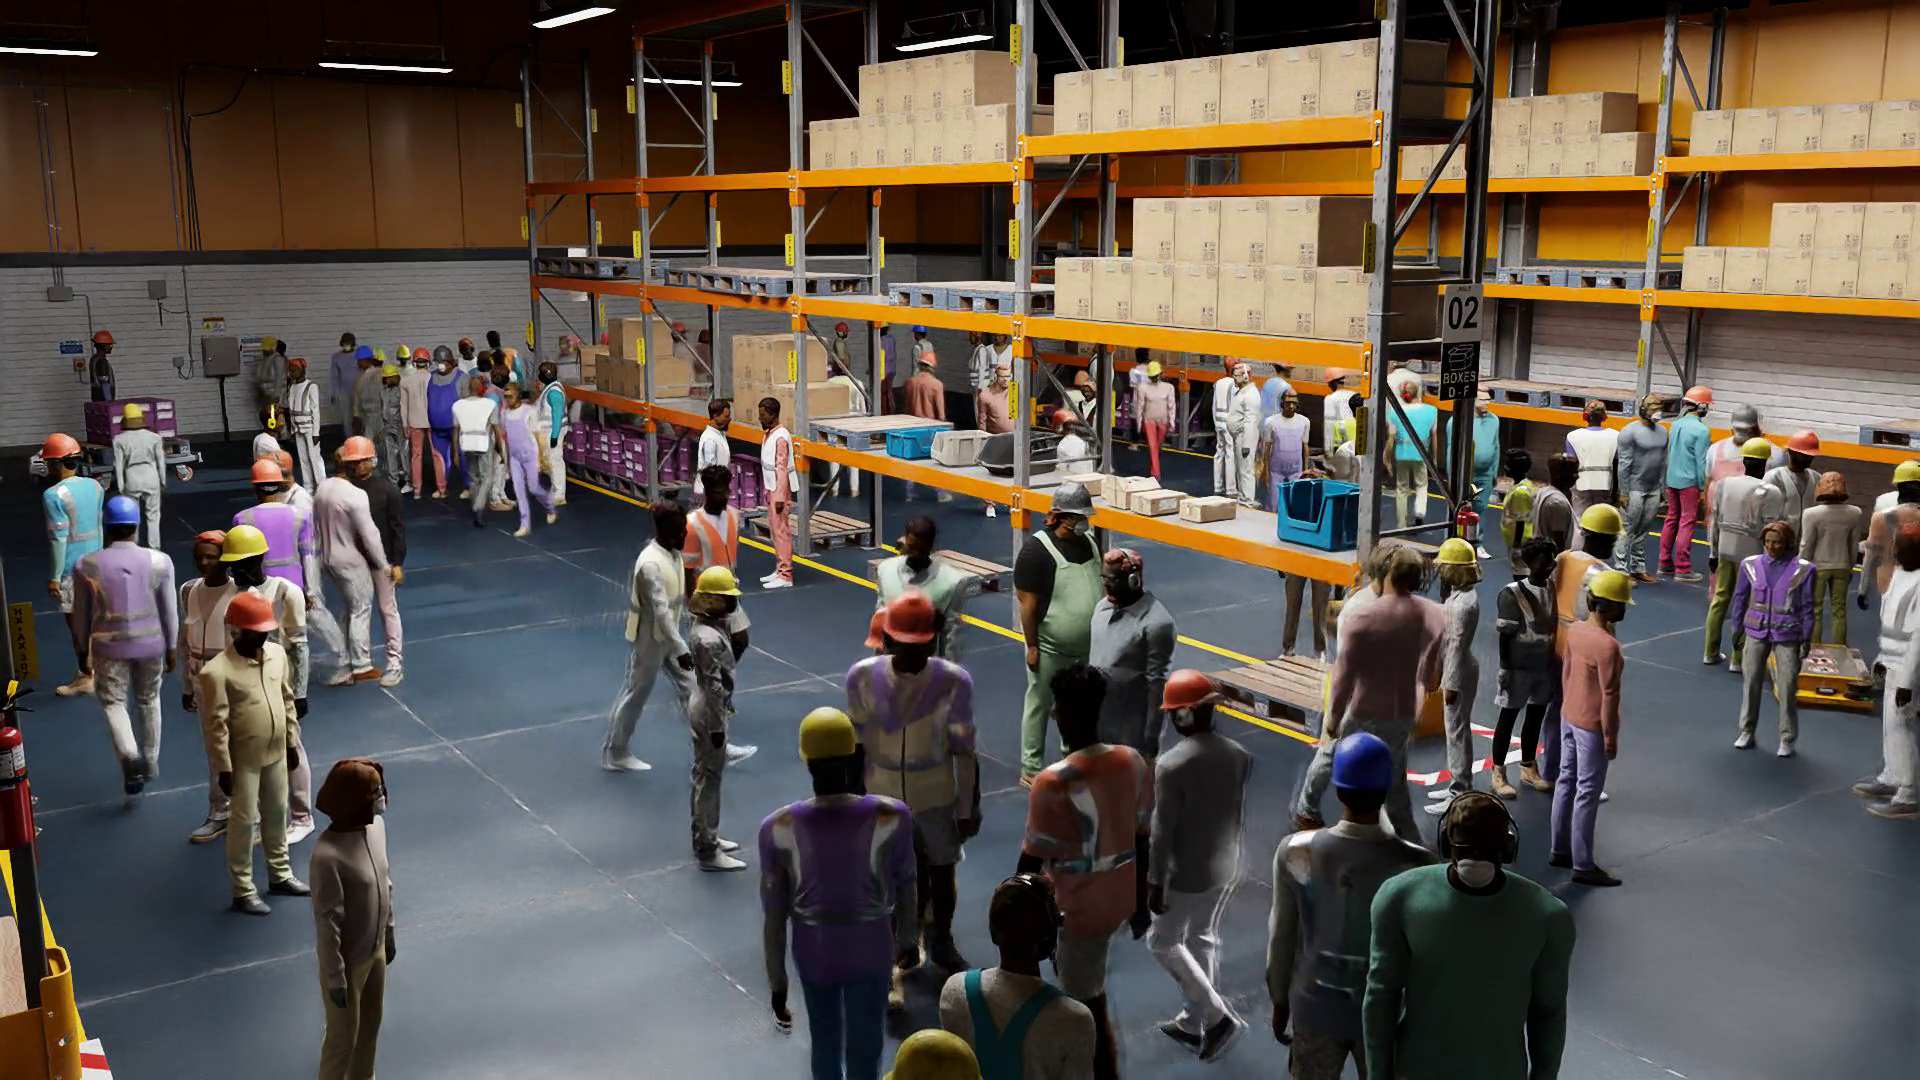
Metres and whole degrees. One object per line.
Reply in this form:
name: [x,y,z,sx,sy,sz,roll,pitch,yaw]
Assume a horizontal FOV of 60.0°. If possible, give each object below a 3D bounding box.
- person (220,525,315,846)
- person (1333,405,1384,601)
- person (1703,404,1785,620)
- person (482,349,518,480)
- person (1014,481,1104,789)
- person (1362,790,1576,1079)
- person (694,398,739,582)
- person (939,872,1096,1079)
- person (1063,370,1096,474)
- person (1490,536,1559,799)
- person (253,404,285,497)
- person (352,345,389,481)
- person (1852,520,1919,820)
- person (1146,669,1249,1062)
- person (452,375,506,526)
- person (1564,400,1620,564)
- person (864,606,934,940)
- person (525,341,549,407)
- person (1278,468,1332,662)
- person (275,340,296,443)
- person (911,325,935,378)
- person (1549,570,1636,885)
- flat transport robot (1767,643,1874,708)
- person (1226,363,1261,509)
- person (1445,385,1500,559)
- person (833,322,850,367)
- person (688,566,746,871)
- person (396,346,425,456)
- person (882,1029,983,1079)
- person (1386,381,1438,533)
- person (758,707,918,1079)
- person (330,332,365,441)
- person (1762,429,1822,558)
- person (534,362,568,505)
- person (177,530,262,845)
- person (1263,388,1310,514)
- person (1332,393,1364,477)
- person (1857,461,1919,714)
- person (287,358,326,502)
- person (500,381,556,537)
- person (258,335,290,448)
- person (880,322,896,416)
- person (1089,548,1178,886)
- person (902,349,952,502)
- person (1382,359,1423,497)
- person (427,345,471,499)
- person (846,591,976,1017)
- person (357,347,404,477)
person: [-4.117,0.852,9.818,0.590,1.922,0.391,3,11,14]
person: [3.741,-0.295,15.589,0.598,1.958,0.371,-7,13,-32]
person: [7.194,-0.289,15.330,0.682,2.000,0.828,9,14,37]
person: [-6.543,-1.790,23.590,0.514,1.822,0.968,-7,13,-31]
person: [0.694,0.612,10.720,0.683,2.000,0.535,-9,14,-39]
person: [1.596,1.723,5.296,0.632,1.940,0.372,2,11,12]
person: [-2.437,-0.460,16.556,0.405,1.909,0.597,0,11,-2]
person: [0.184,1.855,4.862,0.504,1.847,0.345,6,13,28]
person: [1.637,-1.474,22.448,0.503,1.632,0.290,1,11,4]
person: [3.645,0.803,10.624,0.540,1.695,0.318,-5,12,-23]
person: [-6.786,-0.414,16.459,0.338,1.855,0.526,-9,14,-37]
person: [-8.170,-1.717,22.923,0.647,1.925,0.605,10,15,40]
person: [5.863,0.781,10.308,0.348,1.868,0.660,3,12,17]
person: [1.055,1.438,7.310,0.595,1.719,0.552,-10,15,-41]
person: [-5.793,-1.068,19.952,0.601,1.814,0.782,1,11,7]
person: [6.411,-0.498,16.896,0.563,1.847,0.389,1,11,4]
person: [-0.312,1.186,8.554,0.577,1.738,0.354,10,15,43]
person: [-7.039,-2.548,27.617,0.321,1.755,0.563,4,12,19]
person: [2.894,0.215,13.781,0.523,1.638,0.310,4,12,19]
person: [-11.051,-2.428,27.189,0.320,1.690,0.534,-10,15,-42]
person: [-0.632,-2.654,27.669,0.399,1.949,0.605,6,12,27]
person: [3.541,1.033,9.293,0.337,1.760,0.526,-1,11,-5]
flat transport robot: [6.776,1.026,13.142,0.652,0.197,1.431,5,12,22]
person: [3.475,-1.226,20.495,0.399,1.900,0.644,0,11,-1]
person: [5.534,-0.717,17.904,0.647,1.898,0.398,-4,12,-18]
person: [-2.169,-3.121,30.555,0.327,1.753,0.561,-2,11,-9]
person: [-1.391,1.003,9.490,0.314,1.741,0.487,-3,11,-13]
person: [-8.489,-2.114,25.528,0.533,1.707,0.910,-5,12,-22]
person: [-0.036,2.041,4.176,0.313,1.741,0.487,-2,11,-8]
person: [5.236,-0.946,19.277,0.609,1.810,0.546,1,11,6]
person: [-0.452,1.568,6.274,0.594,1.884,1.004,0,11,-1]
person: [-9.411,-2.260,25.733,0.652,1.926,0.430,2,11,8]
person: [7.008,0.023,14.032,0.544,1.929,0.387,-2,11,-8]
person: [-5.258,-1.372,21.388,0.429,1.843,0.633,-4,12,-20]
person: [-4.340,0.870,9.799,0.583,1.884,0.350,3,11,14]
person: [3.569,-0.750,18.228,0.502,1.837,0.350,-1,11,-3]
person: [4.513,-0.831,18.987,0.533,1.697,0.319,2,11,10]
person: [7.143,0.345,12.548,0.594,1.873,1.012,0,11,-2]
person: [-8.488,-1.424,21.576,0.575,1.876,0.356,8,13,34]
person: [-5.030,-0.966,19.394,0.551,1.812,0.703,4,12,22]
person: [-11.030,-2.394,26.691,0.632,1.812,0.405,10,15,42]
person: [-1.347,-2.949,29.273,0.384,1.921,0.587,6,13,29]
person: [0.903,0.979,9.212,0.403,1.900,0.644,-7,13,-33]
person: [-0.470,-1.482,21.576,0.617,1.992,0.395,6,12,27]
person: [5.804,-1.569,21.999,0.622,1.992,0.396,-3,12,-17]
person: [-6.703,-1.545,21.758,0.686,2.000,0.537,2,11,10]
person: [-0.233,1.201,7.851,0.615,1.978,1.058,0,11,0]
person: [-8.255,-1.758,23.294,0.573,1.876,0.990,11,15,44]
